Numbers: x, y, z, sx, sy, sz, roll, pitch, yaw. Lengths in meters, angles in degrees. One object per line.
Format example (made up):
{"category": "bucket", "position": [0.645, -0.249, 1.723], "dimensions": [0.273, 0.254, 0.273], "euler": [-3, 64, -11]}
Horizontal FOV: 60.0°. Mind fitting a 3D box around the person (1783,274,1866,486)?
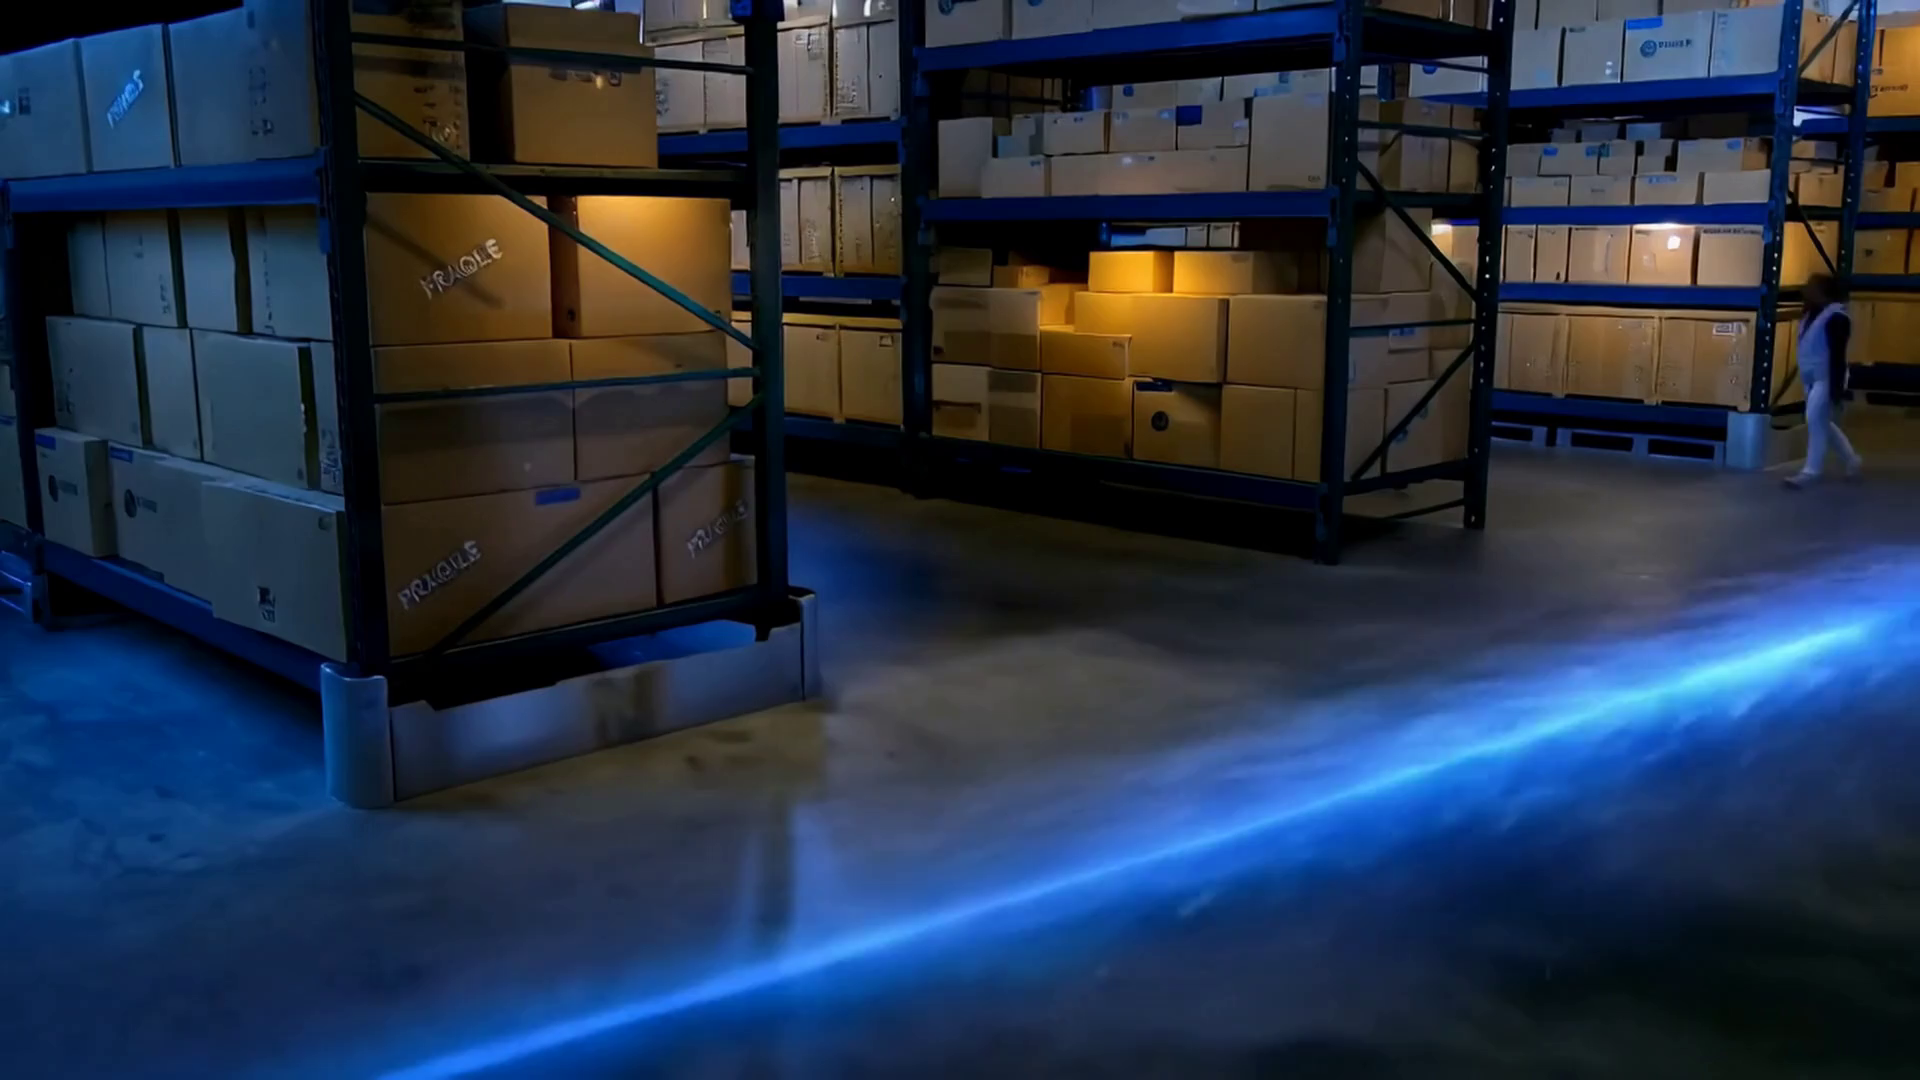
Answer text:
{"category": "person", "position": [7.469, -1.364, 14.229], "dimensions": [0.676, 1.810, 0.681], "euler": [1, 10, 5]}
